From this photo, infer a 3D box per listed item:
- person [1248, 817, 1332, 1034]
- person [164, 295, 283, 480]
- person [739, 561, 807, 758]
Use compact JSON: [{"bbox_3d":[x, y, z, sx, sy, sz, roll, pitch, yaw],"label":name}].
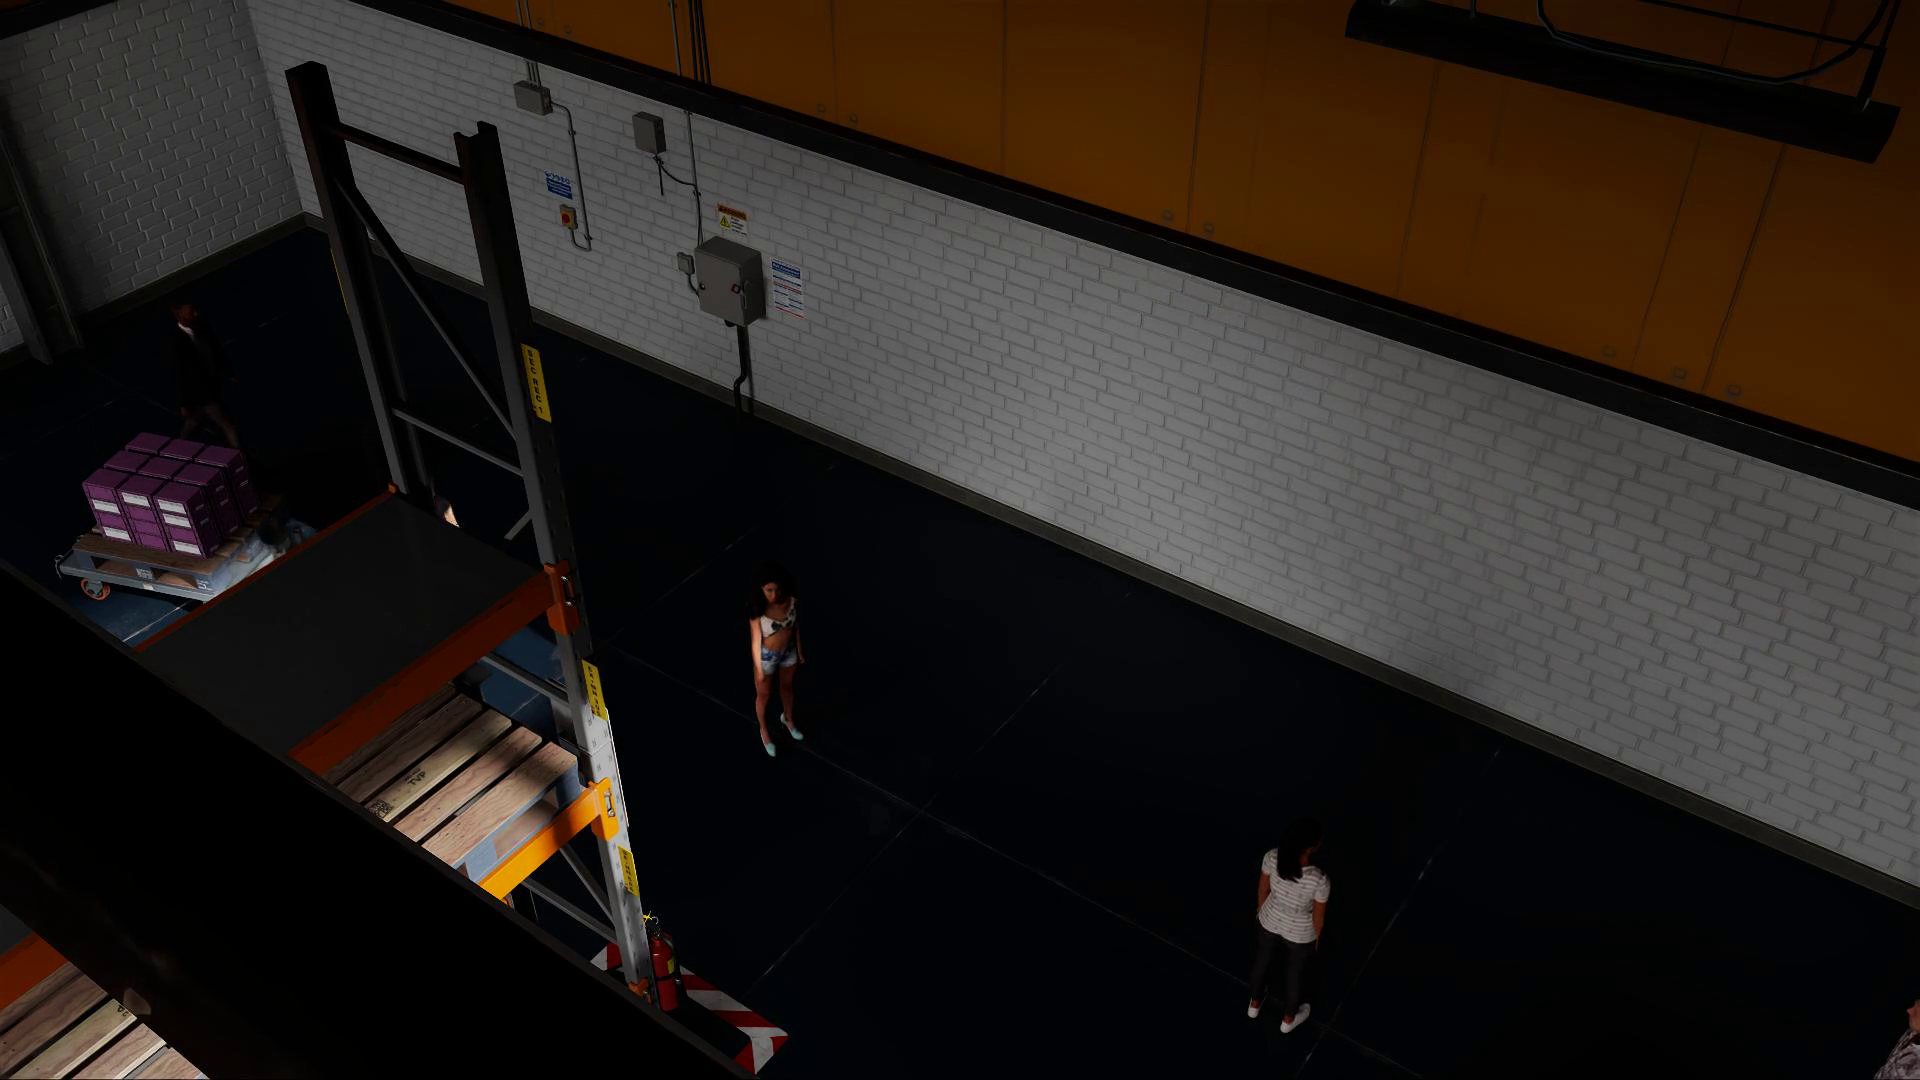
[{"bbox_3d":[1.875,2.192,9.493,0.558,1.642,0.496,25,45,27],"label":"person"},{"bbox_3d":[-6.308,-1.217,13.670,1.157,1.756,1.255,2,39,3],"label":"person"},{"bbox_3d":[-1.244,0.789,11.266,0.595,1.620,0.685,-28,46,-30],"label":"person"}]
